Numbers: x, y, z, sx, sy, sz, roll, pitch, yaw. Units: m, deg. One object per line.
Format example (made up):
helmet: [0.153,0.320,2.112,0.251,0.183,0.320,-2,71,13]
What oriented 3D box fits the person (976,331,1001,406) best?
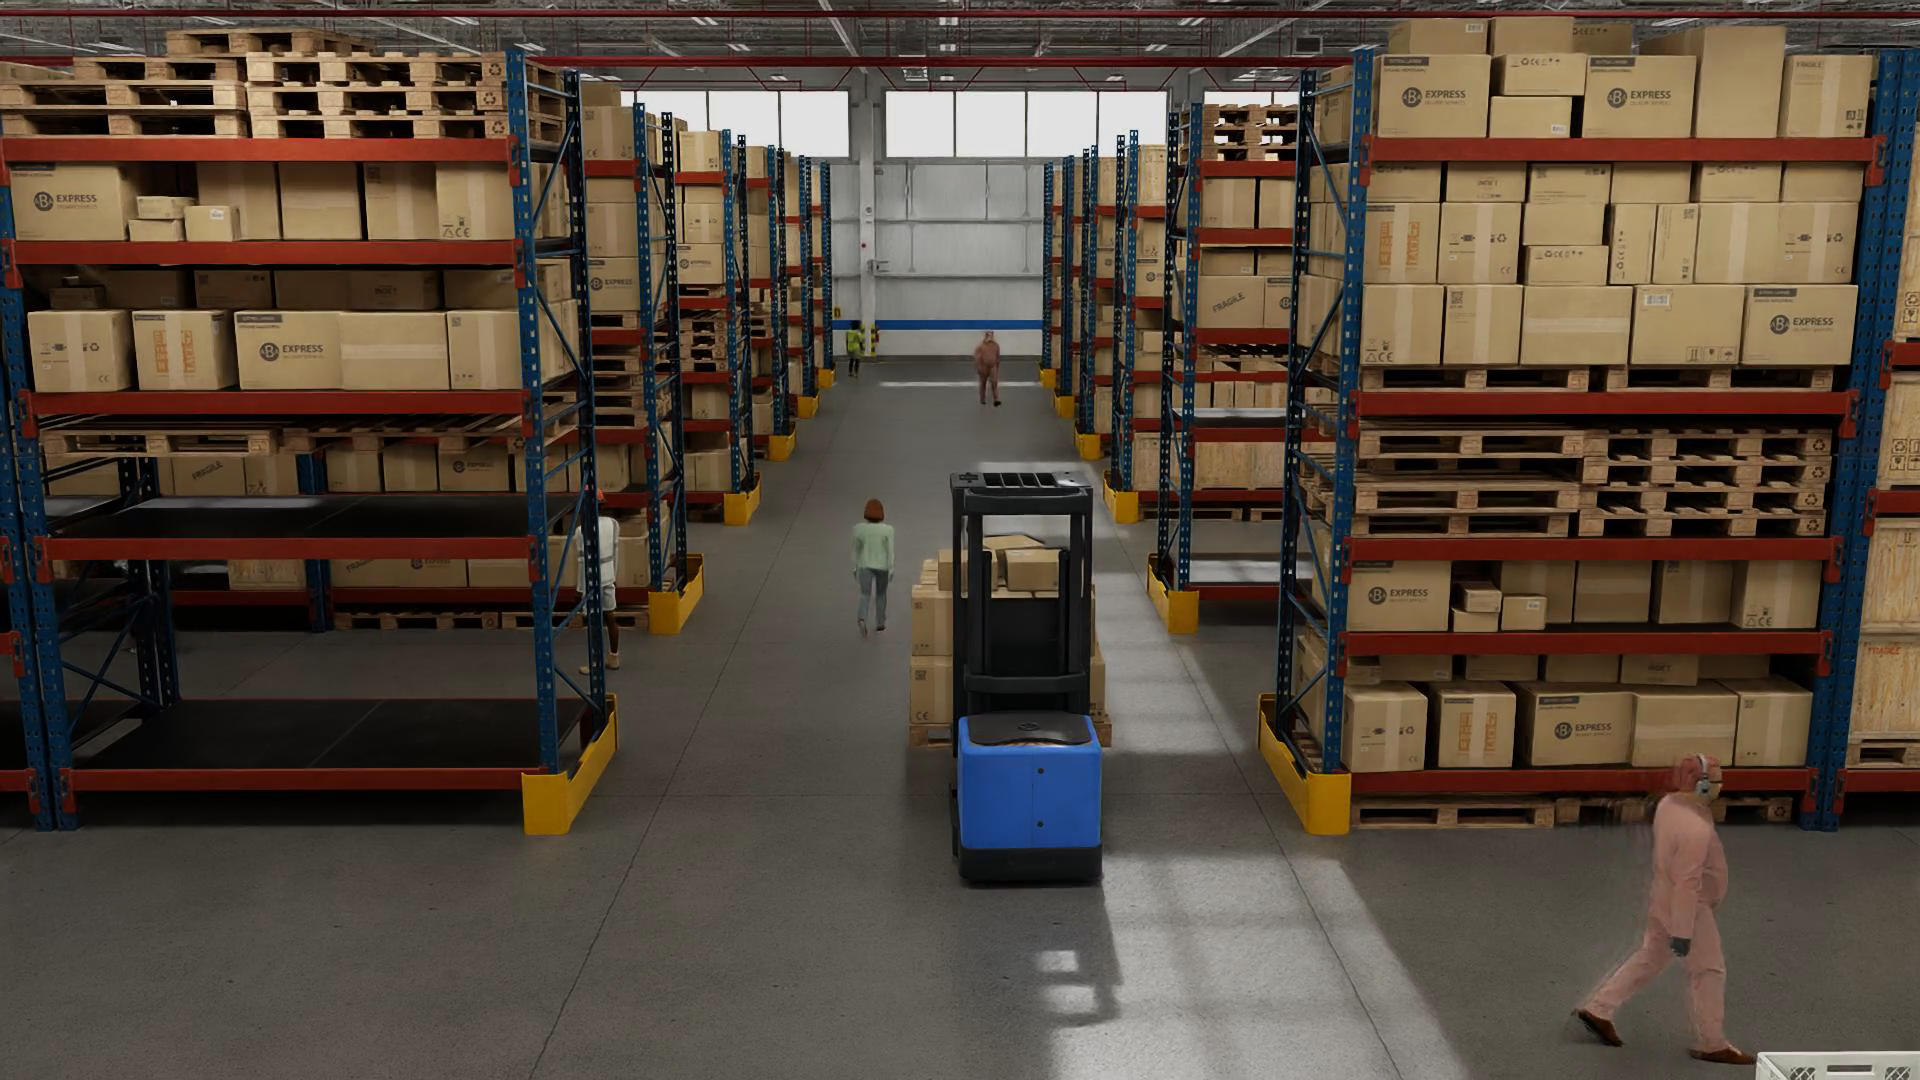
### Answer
person: [0.716,-4.273,41.423,0.656,1.853,0.986,-4,12,-17]

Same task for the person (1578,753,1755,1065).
person: [4.155,2.127,9.685,0.939,1.873,0.651,2,12,9]

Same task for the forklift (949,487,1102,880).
forklift: [0.495,0.986,12.813,1.129,2.768,1.873,0,11,-2]

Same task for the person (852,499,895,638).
person: [-1.009,0.332,19.216,0.503,1.614,0.673,2,12,8]

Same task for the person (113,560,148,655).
person: [-9.242,0.458,18.389,0.540,1.678,0.560,-1,11,-6]

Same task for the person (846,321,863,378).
person: [-3.058,-5.510,48.067,0.577,1.686,0.445,8,14,34]

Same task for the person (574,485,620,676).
person: [-3.869,0.429,17.659,0.375,2.044,0.604,6,13,27]
